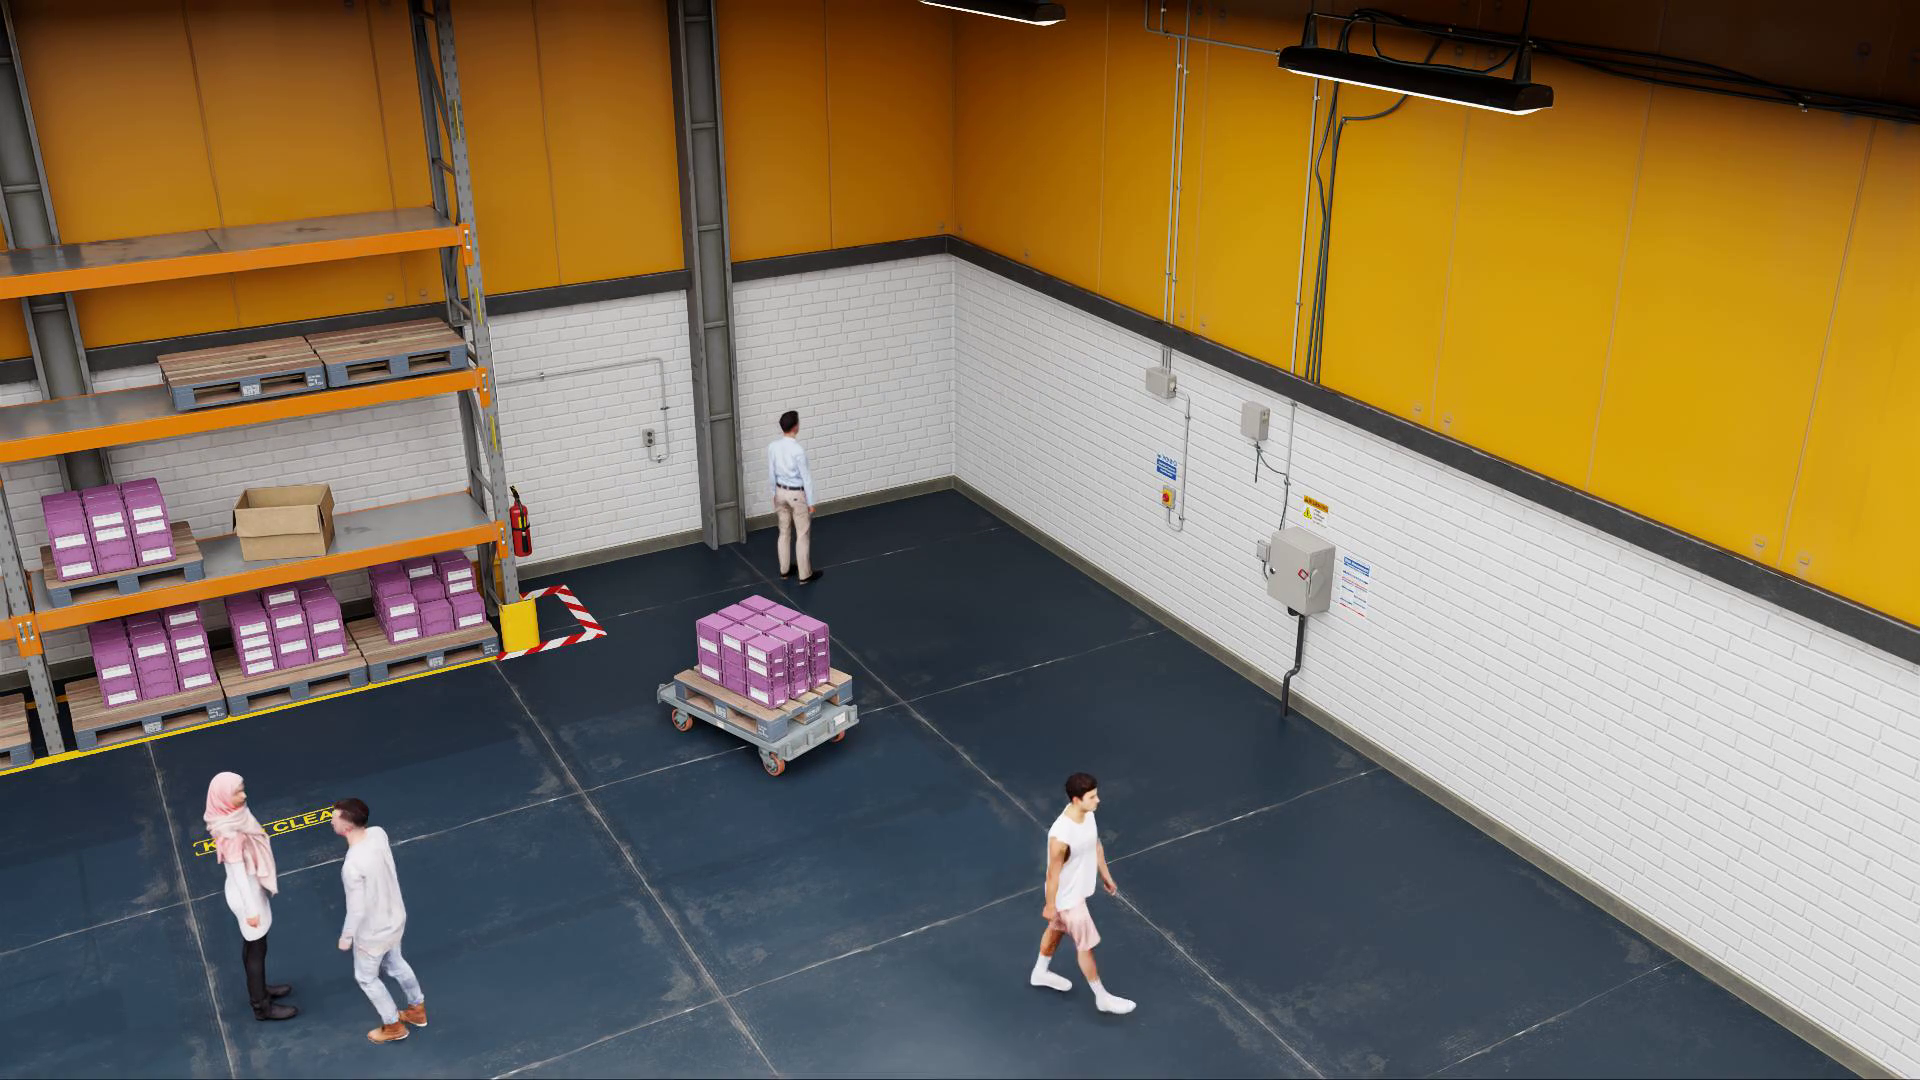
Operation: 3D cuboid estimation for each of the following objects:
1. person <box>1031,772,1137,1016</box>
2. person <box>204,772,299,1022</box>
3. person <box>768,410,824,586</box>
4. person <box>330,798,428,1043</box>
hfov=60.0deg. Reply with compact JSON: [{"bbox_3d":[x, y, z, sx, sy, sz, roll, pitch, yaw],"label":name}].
[{"bbox_3d":[0.651,2.282,10.983,1.055,1.751,1.050,9,25,20],"label":"person"},{"bbox_3d":[-4.645,2.316,10.843,0.597,1.802,0.638,-10,26,-23],"label":"person"},{"bbox_3d":[-1.722,-0.444,17.103,0.749,1.846,0.766,13,27,26],"label":"person"},{"bbox_3d":[-3.665,2.430,10.547,0.800,1.830,0.795,3,24,7],"label":"person"}]
